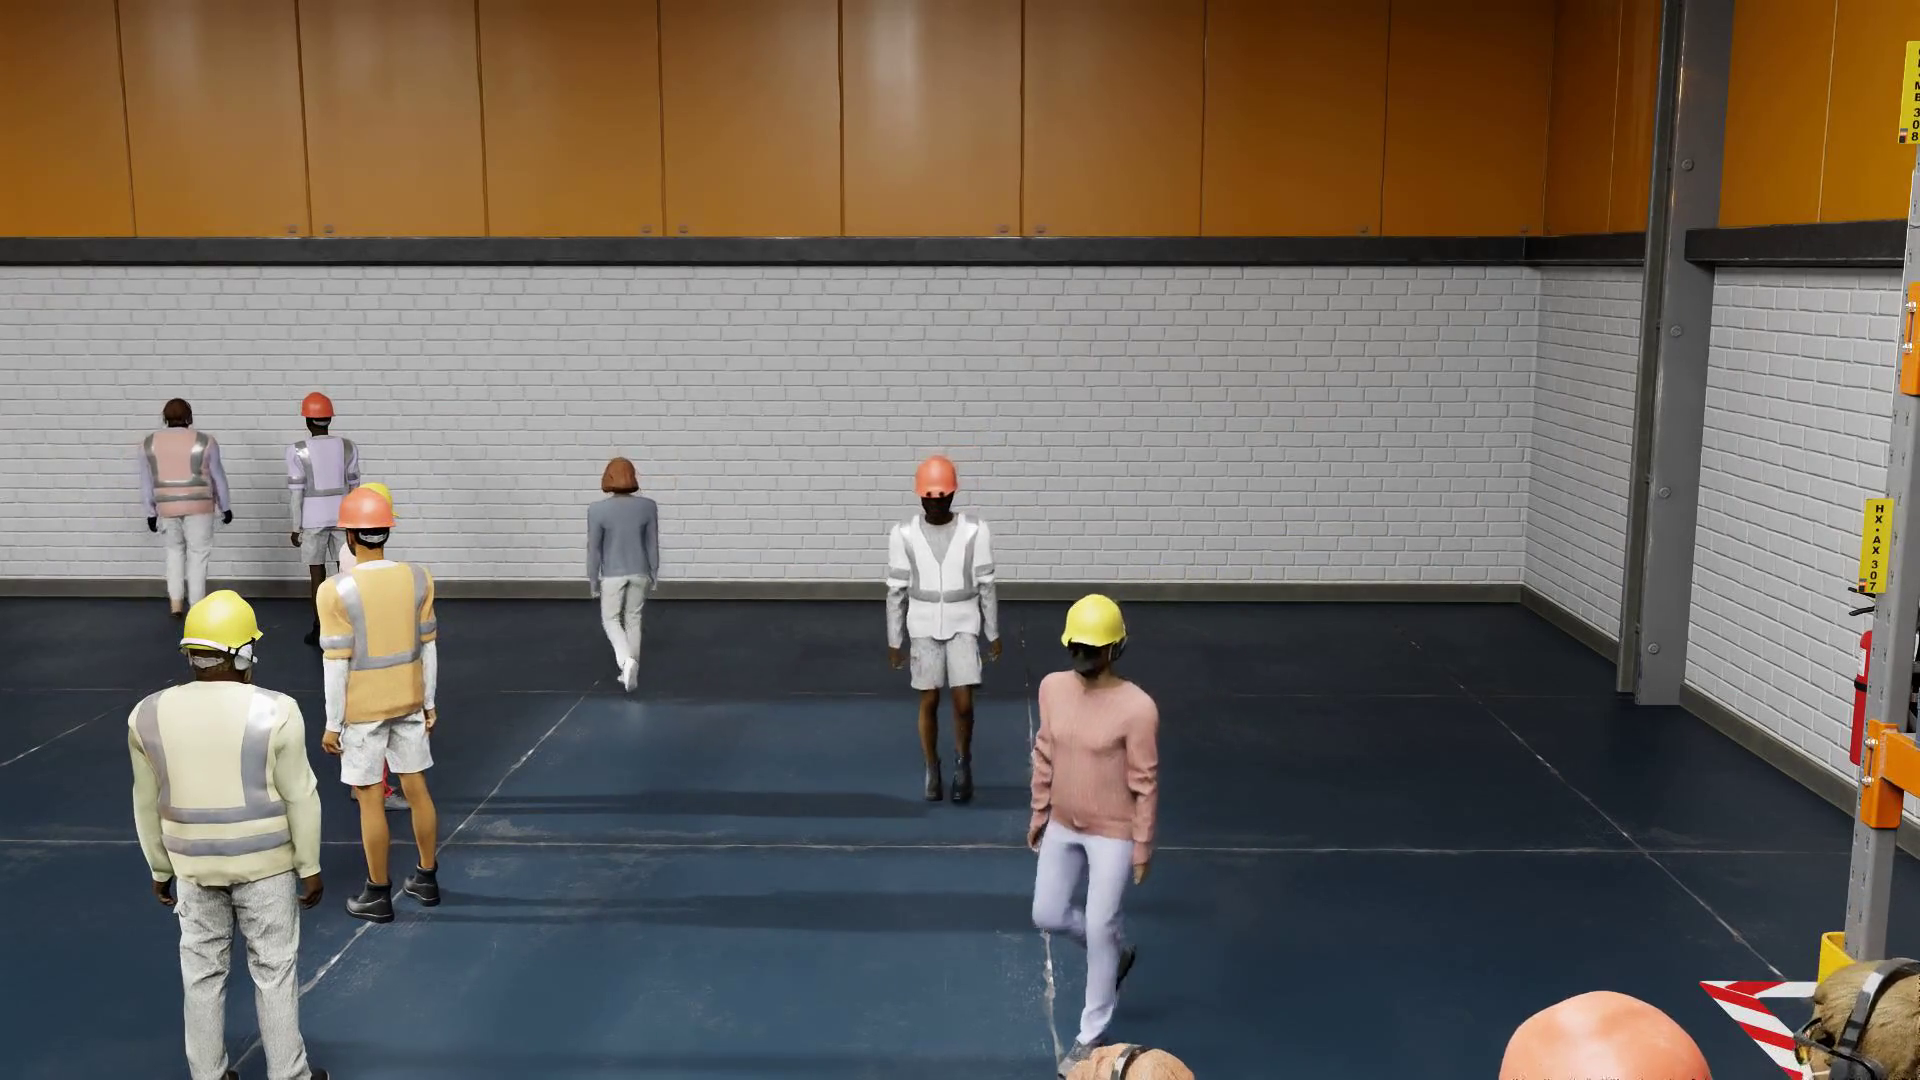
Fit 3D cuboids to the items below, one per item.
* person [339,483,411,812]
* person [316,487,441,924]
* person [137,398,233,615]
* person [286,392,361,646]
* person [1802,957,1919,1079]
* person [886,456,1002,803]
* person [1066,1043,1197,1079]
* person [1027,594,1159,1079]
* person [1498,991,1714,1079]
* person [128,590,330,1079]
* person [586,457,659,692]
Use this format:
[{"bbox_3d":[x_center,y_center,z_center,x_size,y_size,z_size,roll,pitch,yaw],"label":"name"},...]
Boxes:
[{"bbox_3d":[-3.131,0.571,8.899,0.323,1.761,0.523,-7,12,-37],"label":"person"},{"bbox_3d":[-2.597,0.729,7.415,0.376,1.936,0.549,8,13,41],"label":"person"},{"bbox_3d":[-6.320,-0.254,13.650,0.635,1.828,0.554,-1,10,-6],"label":"person"},{"bbox_3d":[-4.856,-0.159,12.720,0.545,1.942,0.354,-8,12,-40],"label":"person"},{"bbox_3d":[1.379,1.565,2.482,0.640,1.924,0.411,-6,11,-32],"label":"person"},{"bbox_3d":[-0.086,0.490,8.929,0.624,1.909,0.534,0,9,2],"label":"person"},{"bbox_3d":[0.332,1.641,2.848,0.314,1.638,0.515,3,10,18],"label":"person"},{"bbox_3d":[0.507,1.040,6.069,0.545,1.750,0.533,8,12,40],"label":"person"},{"bbox_3d":[0.796,1.554,2.158,0.397,2.043,0.610,-7,12,-35],"label":"person"},{"bbox_3d":[-2.457,1.075,5.652,0.600,1.831,0.404,0,9,-1],"label":"person"},{"bbox_3d":[-2.261,0.254,11.277,0.503,1.602,0.605,-5,11,-28],"label":"person"}]
